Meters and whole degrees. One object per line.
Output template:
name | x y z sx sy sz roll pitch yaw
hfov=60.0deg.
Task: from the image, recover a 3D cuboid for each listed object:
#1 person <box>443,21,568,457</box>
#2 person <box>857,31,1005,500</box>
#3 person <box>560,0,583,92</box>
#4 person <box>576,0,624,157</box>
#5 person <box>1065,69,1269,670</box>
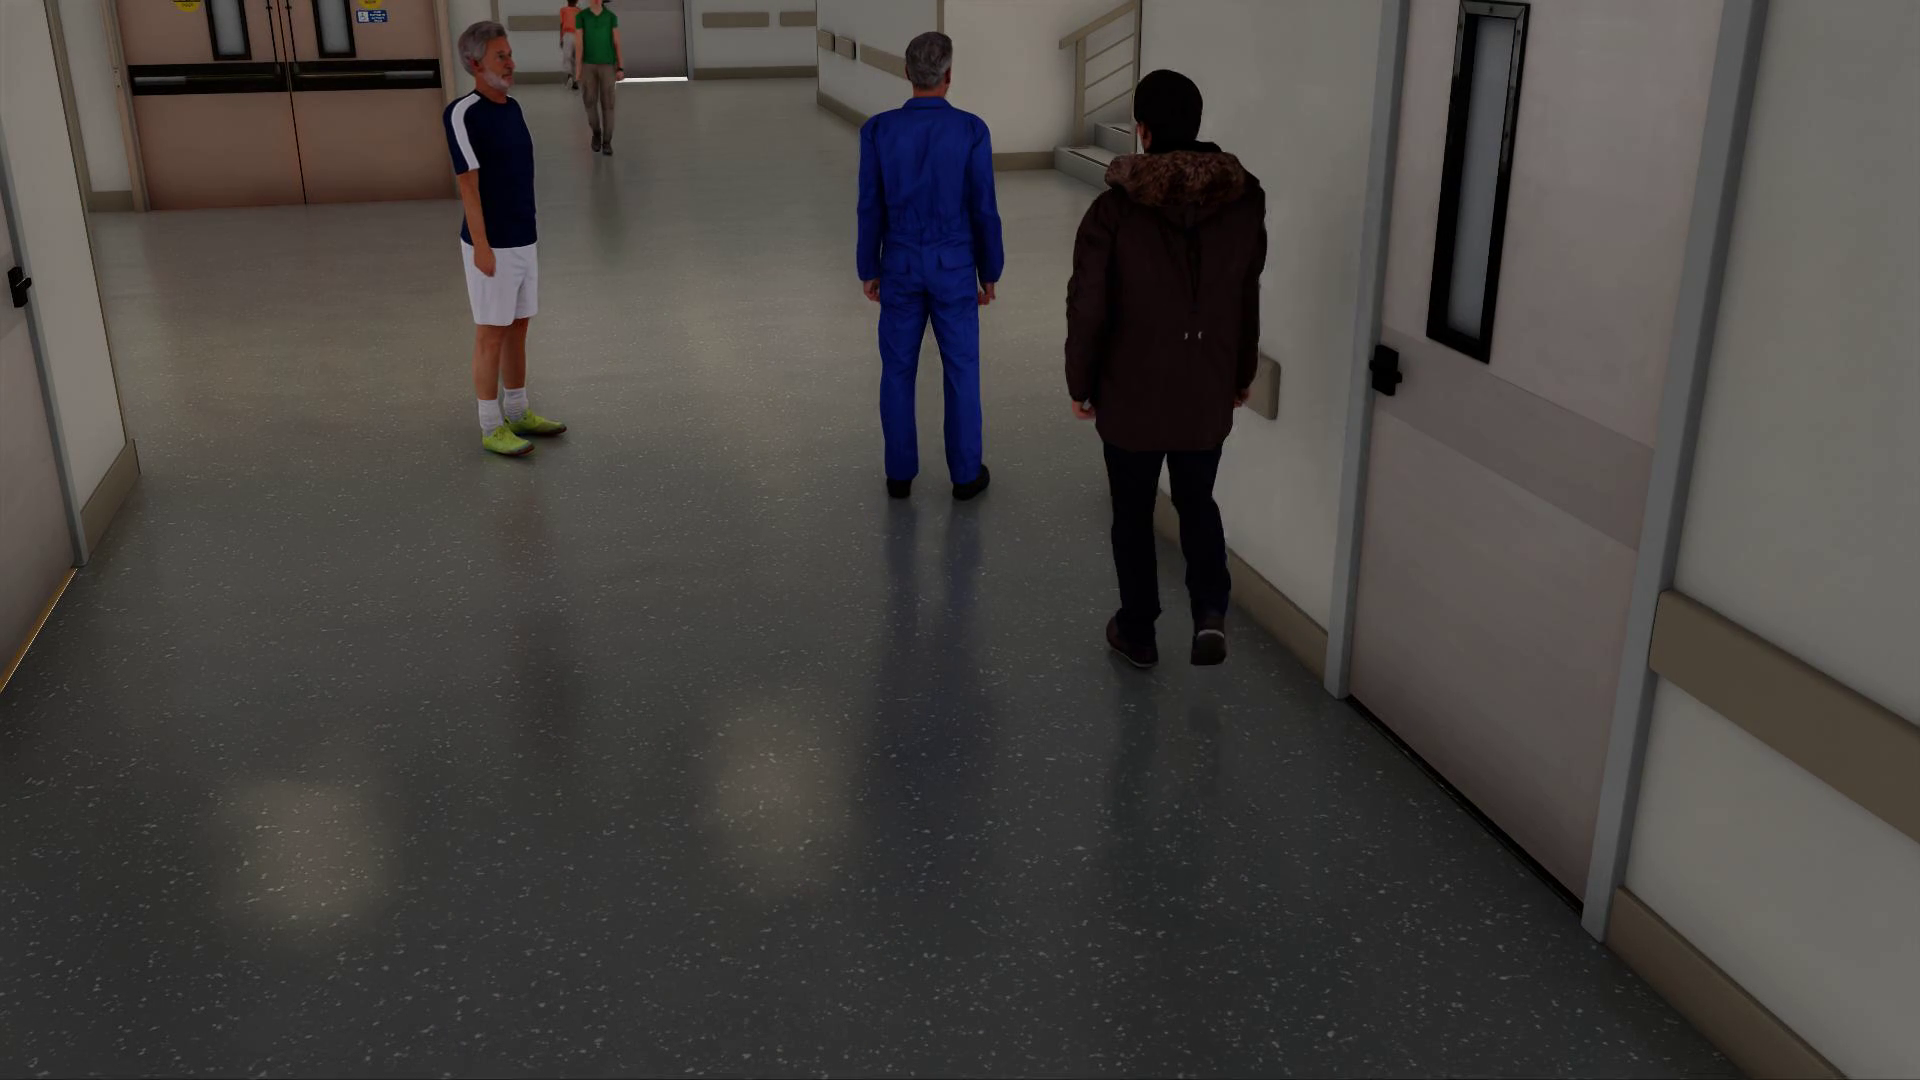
person | -2.009 -1.312 7.246 0.729 1.838 0.722 6 22 15
person | -0.127 -1.069 6.621 0.641 1.826 0.857 2 21 5
person | -5.105 -6.593 21.949 0.567 1.299 0.583 -5 21 -12
person | -3.526 -4.605 16.215 0.565 1.643 0.672 -4 21 -12
person | 0.639 -0.428 4.917 0.769 1.834 0.809 -5 21 -13
